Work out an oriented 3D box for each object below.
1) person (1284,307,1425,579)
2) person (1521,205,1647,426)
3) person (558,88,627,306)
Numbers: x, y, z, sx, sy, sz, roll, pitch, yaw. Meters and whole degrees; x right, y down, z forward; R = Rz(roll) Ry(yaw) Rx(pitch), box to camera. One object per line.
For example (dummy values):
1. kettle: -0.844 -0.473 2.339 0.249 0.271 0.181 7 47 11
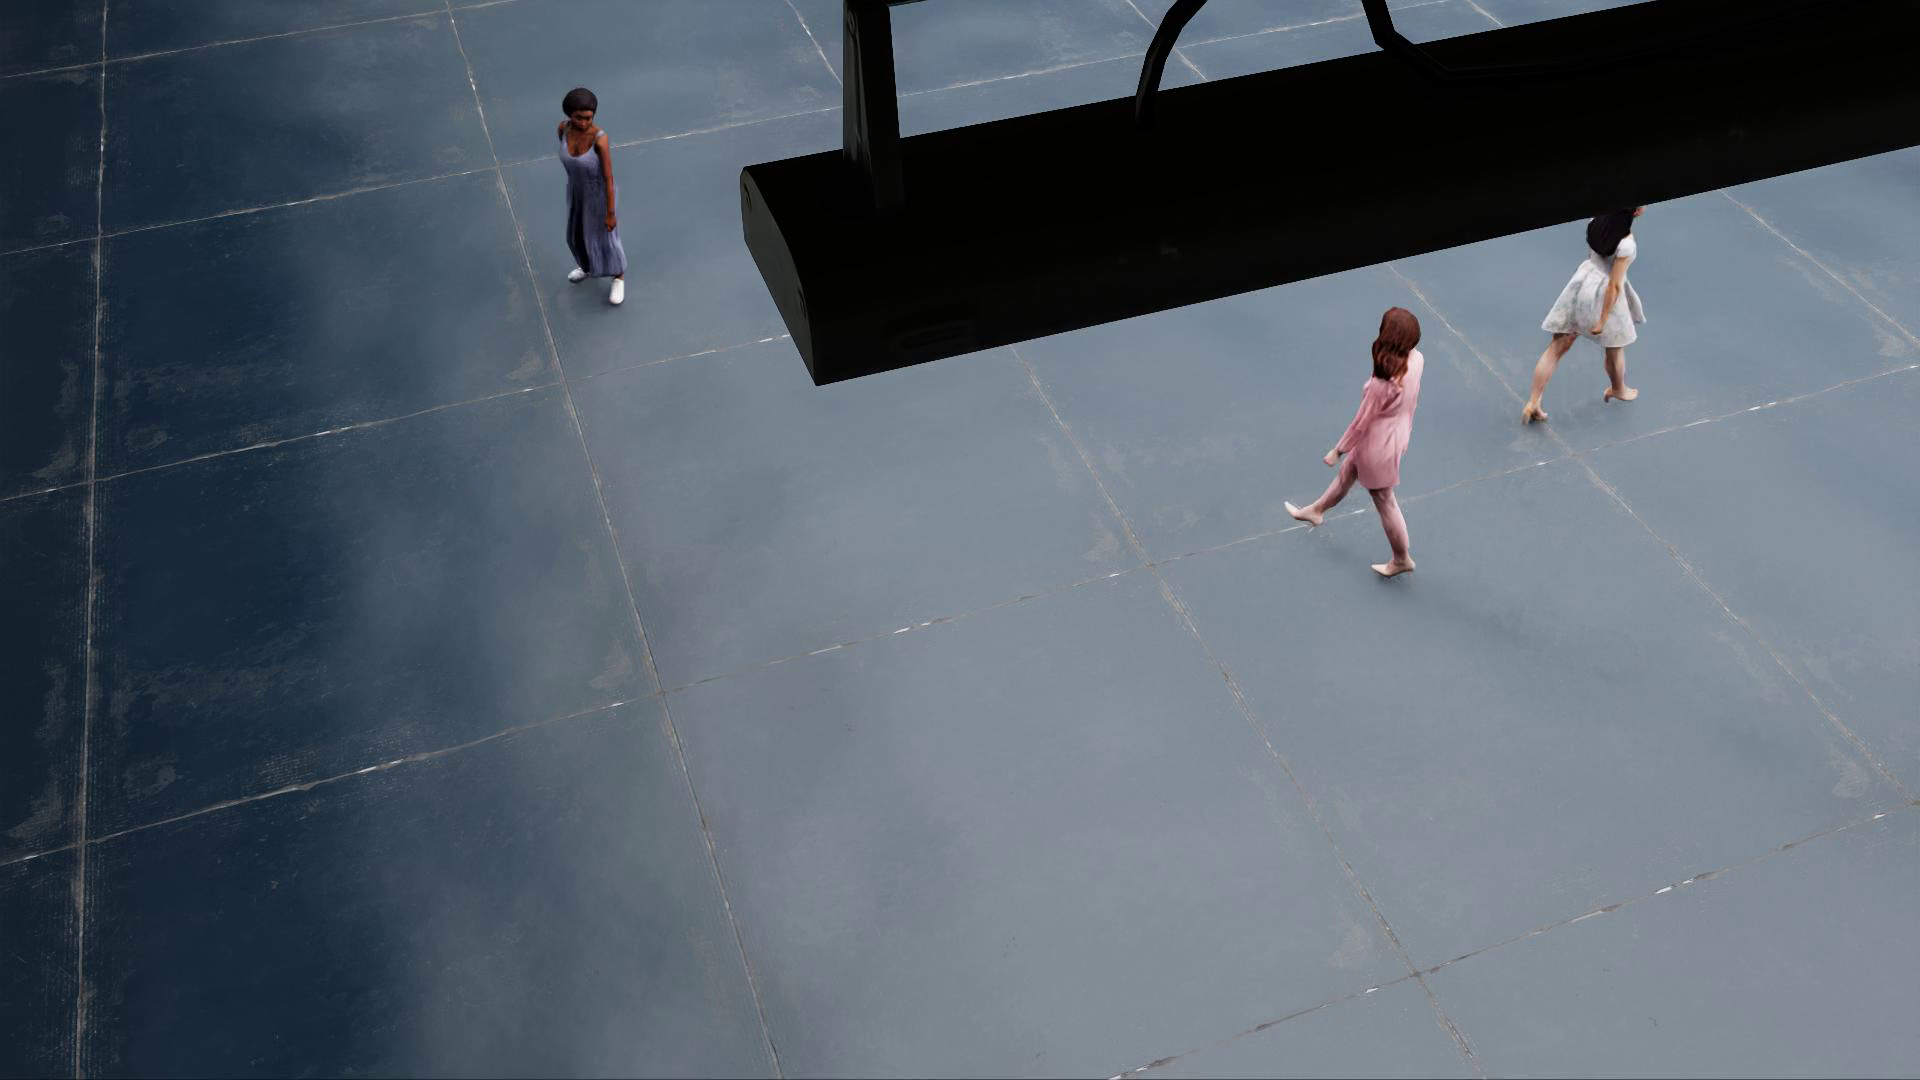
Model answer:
1. person: 2.433 -0.465 9.366 1.213 1.751 1.021 28 50 27
2. person: 3.876 -1.441 10.419 0.690 1.740 0.991 -14 45 -15
3. person: -2.535 -2.388 11.488 0.833 1.667 0.898 30 51 28
